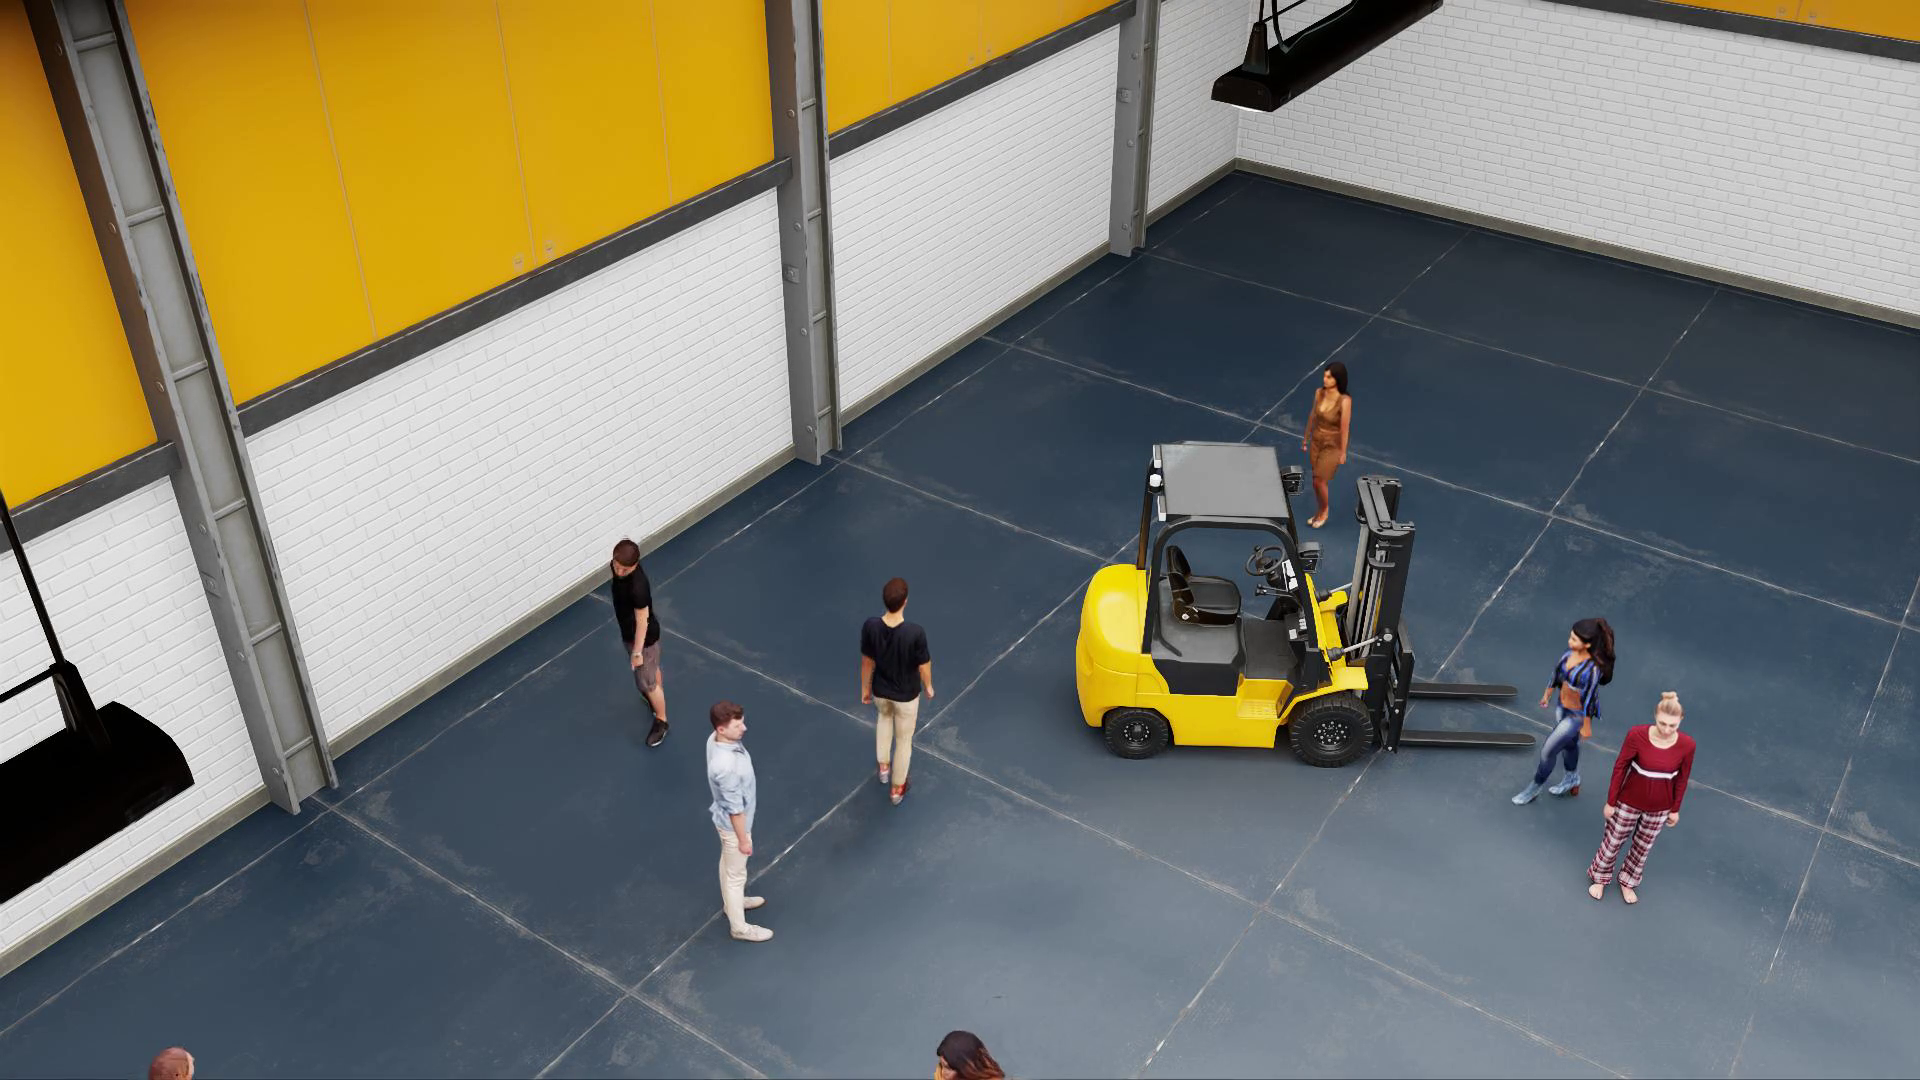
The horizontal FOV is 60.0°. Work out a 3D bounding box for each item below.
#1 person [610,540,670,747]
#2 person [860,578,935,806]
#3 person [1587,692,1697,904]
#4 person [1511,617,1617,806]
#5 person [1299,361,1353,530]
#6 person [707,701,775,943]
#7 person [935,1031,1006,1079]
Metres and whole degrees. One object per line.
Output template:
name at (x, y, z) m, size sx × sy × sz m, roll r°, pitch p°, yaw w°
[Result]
person at (-2.373, 0.657, 12.416) m, size 0.827 × 1.828 × 0.916 m, roll -8°, pitch 35°, yaw -12°
person at (-0.480, 1.119, 11.710) m, size 0.712 × 1.840 × 0.731 m, roll 11°, pitch 35°, yaw 16°
person at (4.501, 1.710, 10.947) m, size 0.691 × 1.700 × 0.651 m, roll 7°, pitch 34°, yaw 10°
person at (4.410, 1.215, 11.779) m, size 0.935 × 1.604 × 0.880 m, roll -4°, pitch 34°, yaw -6°
person at (3.330, -0.841, 14.808) m, size 0.693 × 1.675 × 0.672 m, roll -19°, pitch 38°, yaw -26°
person at (-1.465, 1.785, 10.702) m, size 0.783 × 1.847 × 0.729 m, roll -7°, pitch 34°, yaw -10°
person at (0.138, 3.157, 8.779) m, size 0.838 × 1.691 × 1.081 m, roll 11°, pitch 35°, yaw 17°
